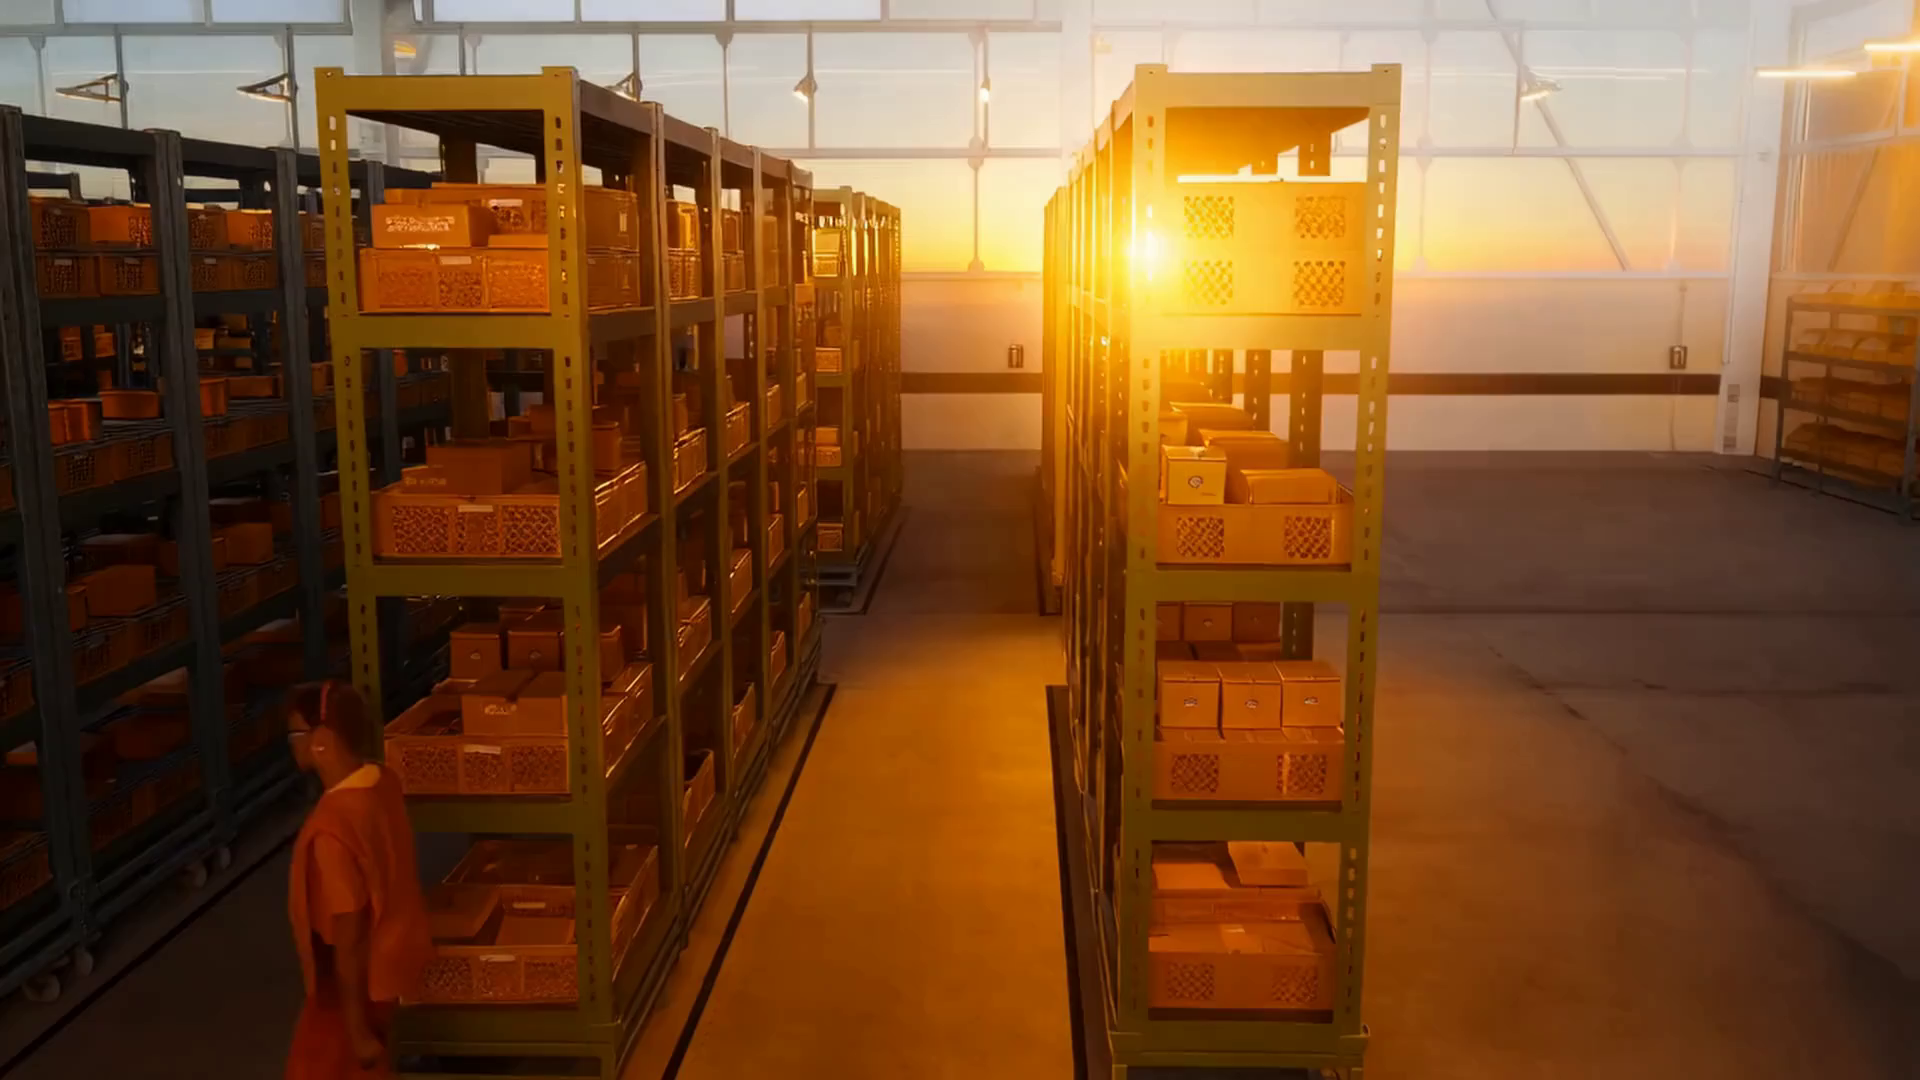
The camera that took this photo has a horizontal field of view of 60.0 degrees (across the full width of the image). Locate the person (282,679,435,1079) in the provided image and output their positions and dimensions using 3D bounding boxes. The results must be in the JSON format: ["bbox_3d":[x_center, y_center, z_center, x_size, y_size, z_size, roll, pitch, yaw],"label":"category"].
[{"bbox_3d":[-1.792,1.296,4.902,0.443,1.830,0.575,0,10,-2],"label":"person"}]
